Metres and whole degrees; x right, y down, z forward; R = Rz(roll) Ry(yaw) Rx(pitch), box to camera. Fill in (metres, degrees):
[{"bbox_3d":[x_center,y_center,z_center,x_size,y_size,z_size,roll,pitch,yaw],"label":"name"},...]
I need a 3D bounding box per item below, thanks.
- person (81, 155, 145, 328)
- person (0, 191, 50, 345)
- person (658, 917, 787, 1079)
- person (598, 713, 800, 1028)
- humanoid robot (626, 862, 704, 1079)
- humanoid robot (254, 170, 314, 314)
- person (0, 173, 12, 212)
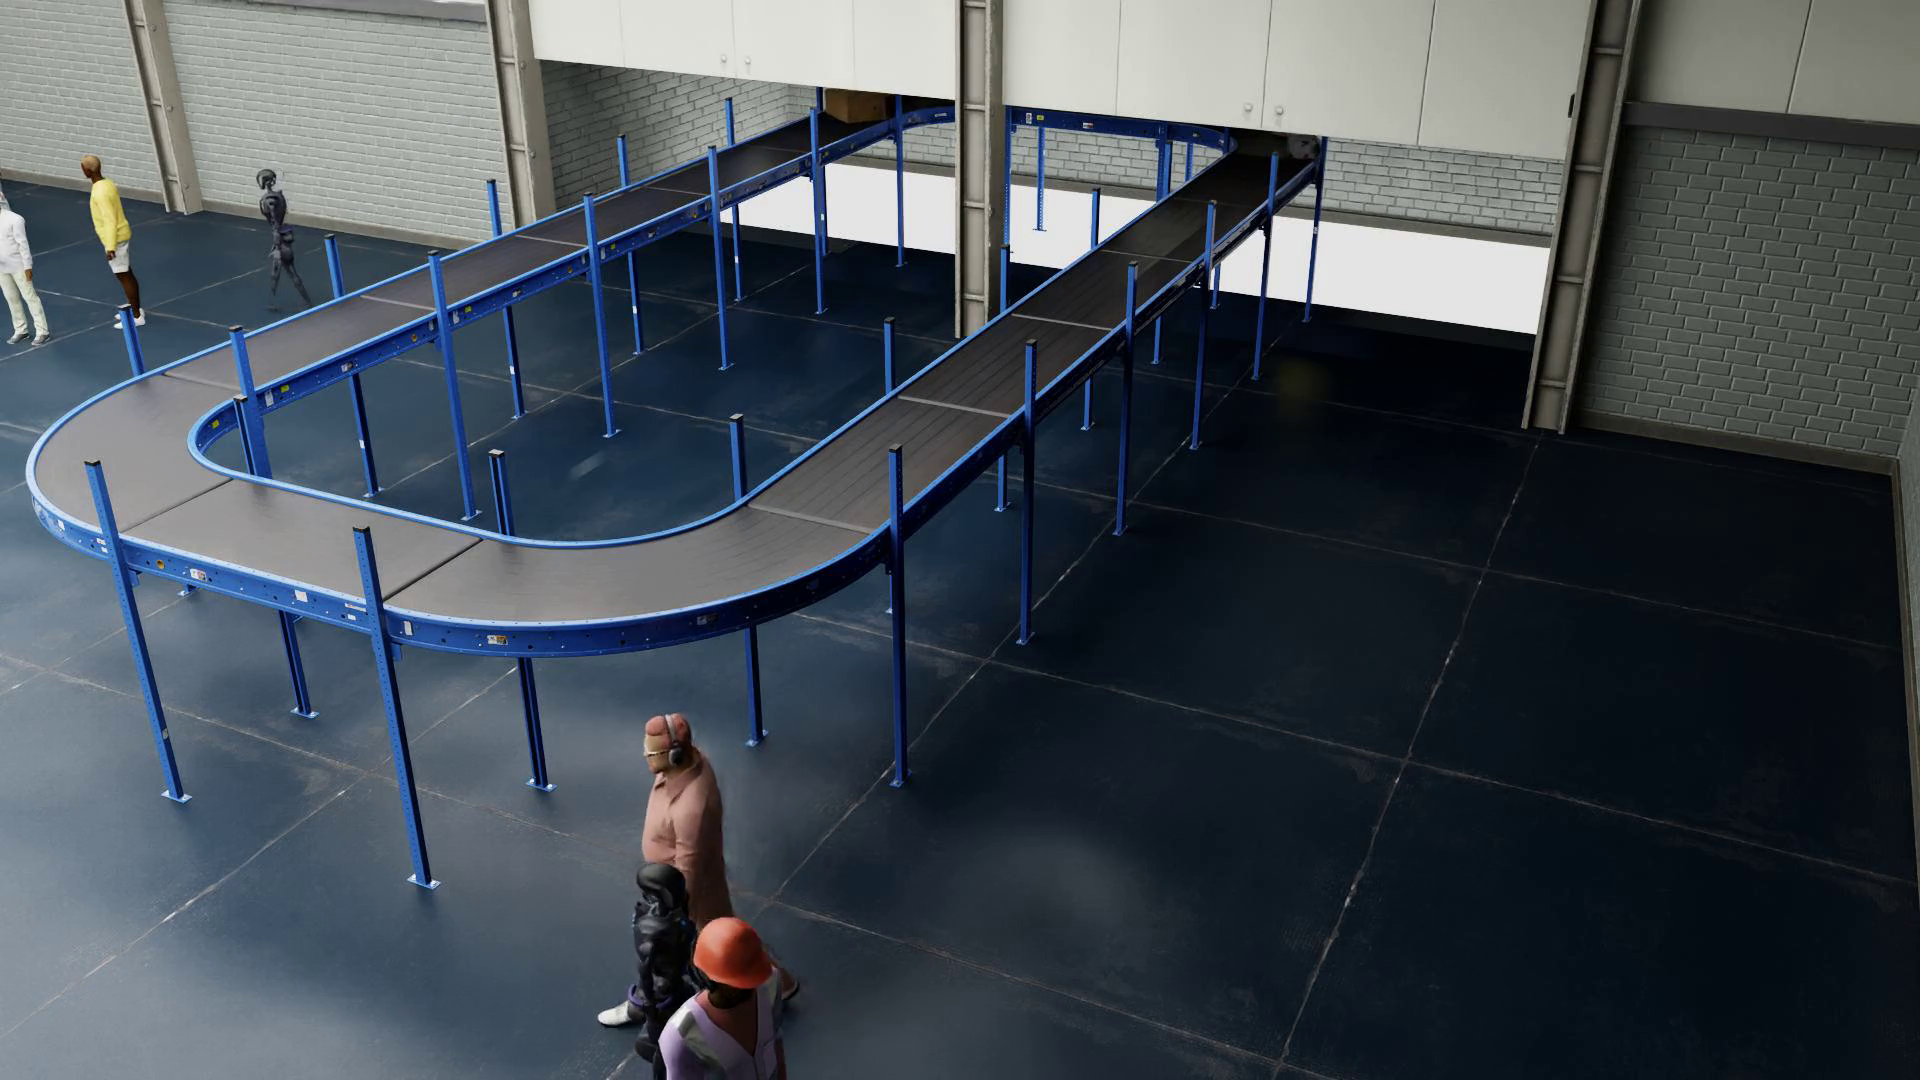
[{"bbox_3d":[-9.291,-3.280,18.252,0.382,1.900,0.545,-9,28,-17],"label":"person"},{"bbox_3d":[-10.142,-2.932,17.724,0.563,1.745,0.347,6,27,12],"label":"person"},{"bbox_3d":[-0.889,2.361,6.727,0.371,2.044,0.604,19,32,33],"label":"person"},{"bbox_3d":[-1.328,1.670,8.324,1.010,1.857,0.658,-9,28,-17],"label":"person"},{"bbox_3d":[-1.282,2.130,7.607,0.487,1.641,0.605,5,27,11],"label":"humanoid robot"},{"bbox_3d":[-7.655,-3.308,18.579,0.688,1.638,0.609,-10,28,-19],"label":"humanoid robot"},{"bbox_3d":[-12.242,-4.580,20.828,0.359,1.938,0.636,4,27,8],"label":"person"}]
